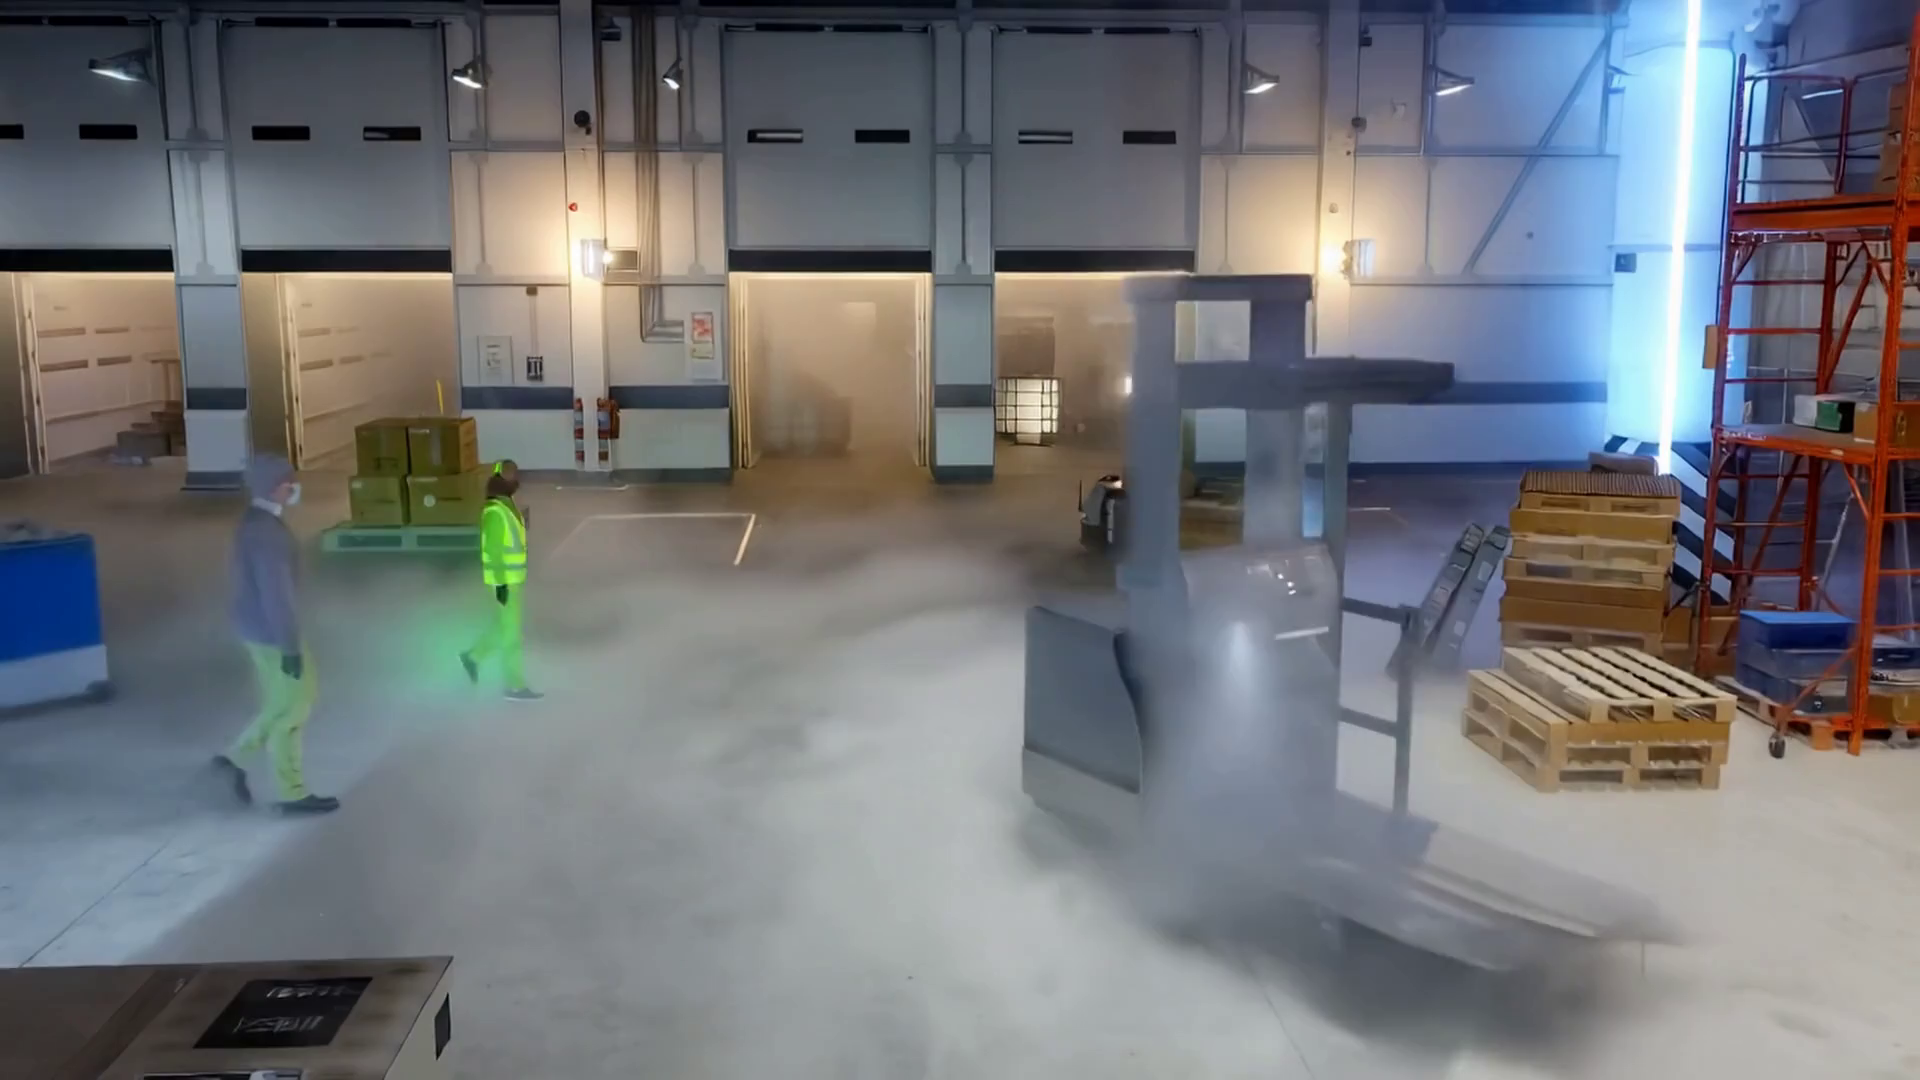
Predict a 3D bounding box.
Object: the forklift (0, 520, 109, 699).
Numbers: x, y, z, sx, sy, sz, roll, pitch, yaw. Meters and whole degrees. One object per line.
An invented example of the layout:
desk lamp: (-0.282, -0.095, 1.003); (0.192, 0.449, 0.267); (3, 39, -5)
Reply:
forklift: (-6.798, -0.330, 10.821); (1.129, 2.768, 1.873); (9, 13, 44)

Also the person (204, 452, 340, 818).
person: (-3.563, 0.507, 8.555); (0.531, 1.922, 0.634); (-4, 10, -25)

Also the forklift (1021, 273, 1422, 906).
forklift: (1.232, 0.087, 8.200); (1.129, 2.768, 1.873); (-6, 11, -32)

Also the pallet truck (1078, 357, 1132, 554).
pallet truck: (2.088, -0.836, 16.757); (1.885, 1.965, 0.823); (2, 9, 13)

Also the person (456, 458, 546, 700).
person: (-3.063, 0.267, 11.004); (0.526, 1.626, 0.518); (0, 9, -2)
